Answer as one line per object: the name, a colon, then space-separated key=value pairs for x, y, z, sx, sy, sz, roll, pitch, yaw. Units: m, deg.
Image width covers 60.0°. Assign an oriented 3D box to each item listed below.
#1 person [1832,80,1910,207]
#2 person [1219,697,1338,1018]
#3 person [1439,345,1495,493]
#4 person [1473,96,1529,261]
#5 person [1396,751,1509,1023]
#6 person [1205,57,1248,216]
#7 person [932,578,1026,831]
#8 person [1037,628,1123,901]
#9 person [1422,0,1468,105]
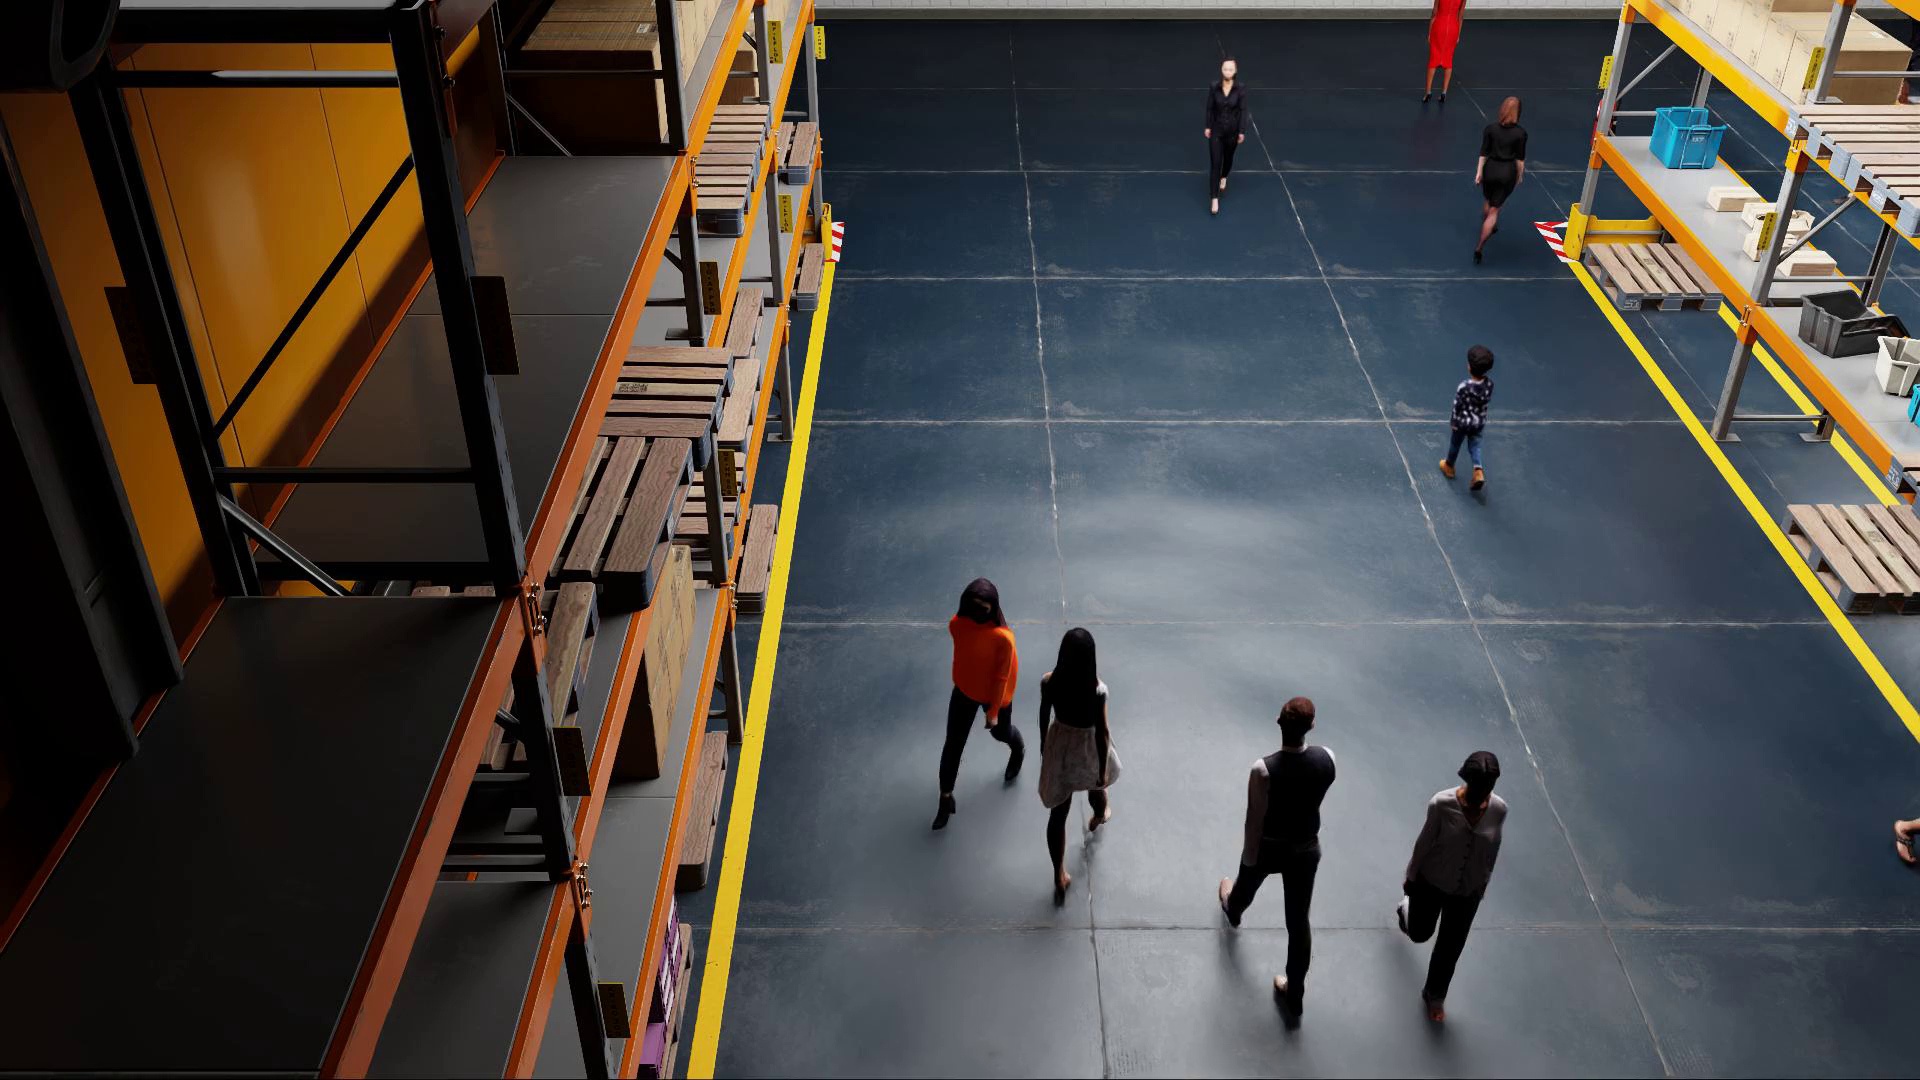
person: x=10.278 y=-4.373 z=18.401 sx=0.619 sy=1.453 sz=0.936 roll=0 pitch=34 yaw=-1
person: x=1.772 y=1.714 z=8.856 sx=0.738 sy=1.883 sz=1.237 roll=-5 pitch=34 yaw=-8
person: x=4.166 y=-0.977 z=13.489 sx=0.561 sy=1.235 sz=0.831 roll=-5 pitch=34 yaw=-8
person: x=5.542 y=-3.687 z=17.189 sx=0.984 sy=1.651 sz=1.168 roll=20 pitch=38 yaw=27
person: x=2.592 y=1.750 z=8.916 sx=0.634 sy=1.755 sz=0.913 roll=0 pitch=34 yaw=-1
person: x=2.934 y=-4.507 z=18.408 sx=0.697 sy=1.668 sz=1.115 roll=5 pitch=34 yaw=7
person: x=0.199 y=0.927 z=10.202 sx=0.967 sy=1.703 sz=1.182 roll=19 pitch=38 yaw=26
person: x=0.622 y=1.332 z=9.555 sx=0.853 sy=1.744 sz=1.123 roll=11 pitch=35 yaw=16
person: x=6.203 y=-6.466 z=21.287 sx=0.547 sy=1.744 sz=0.485 roll=0 pitch=34 yaw=0
